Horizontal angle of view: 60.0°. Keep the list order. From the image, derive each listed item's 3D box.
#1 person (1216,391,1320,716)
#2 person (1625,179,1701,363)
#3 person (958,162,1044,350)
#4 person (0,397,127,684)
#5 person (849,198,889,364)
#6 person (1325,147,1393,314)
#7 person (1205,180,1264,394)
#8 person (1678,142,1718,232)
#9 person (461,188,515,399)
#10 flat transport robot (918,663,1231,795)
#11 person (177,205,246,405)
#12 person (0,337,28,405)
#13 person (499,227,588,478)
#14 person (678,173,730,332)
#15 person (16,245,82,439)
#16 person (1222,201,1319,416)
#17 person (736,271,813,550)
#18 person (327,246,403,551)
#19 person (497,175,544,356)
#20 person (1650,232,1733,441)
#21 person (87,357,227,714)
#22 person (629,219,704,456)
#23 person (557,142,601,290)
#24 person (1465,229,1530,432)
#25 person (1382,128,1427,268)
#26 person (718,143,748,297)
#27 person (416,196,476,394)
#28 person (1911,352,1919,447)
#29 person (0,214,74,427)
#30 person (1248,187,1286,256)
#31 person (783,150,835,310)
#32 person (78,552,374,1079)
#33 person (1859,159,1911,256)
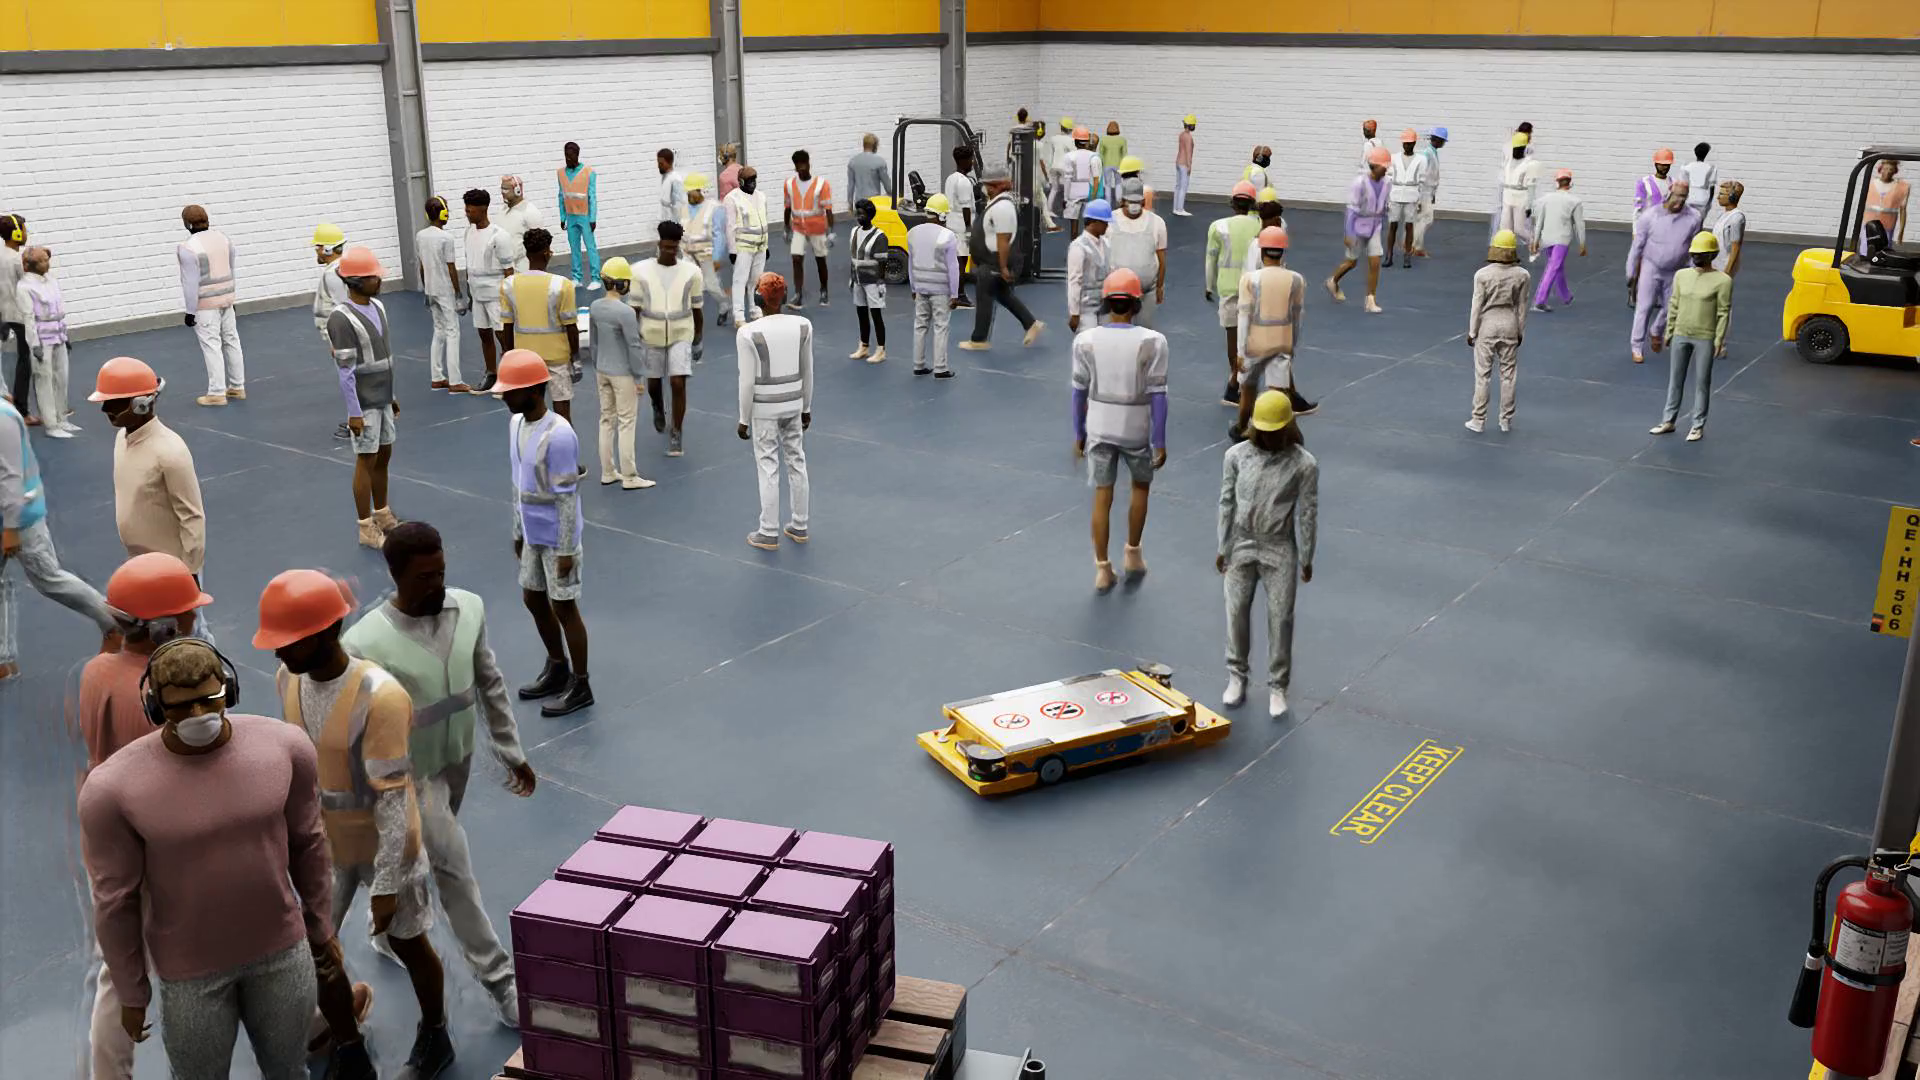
[{"bbox_3d":[1.576,0.065,8.563,0.507,1.722,0.385,7,19,20],"label":"person"},{"bbox_3d":[7.246,-2.783,17.208,0.715,1.885,0.513,2,18,6],"label":"person"},{"bbox_3d":[0.452,-3.046,17.786,0.848,2.000,0.685,2,18,7],"label":"person"},{"bbox_3d":[-5.066,-0.163,9.000,0.653,1.909,0.928,14,22,37],"label":"person"},{"bbox_3d":[-0.945,-2.675,17.192,0.320,1.693,0.535,-16,24,-41],"label":"person"},{"bbox_3d":[4.864,-3.791,20.213,0.625,1.993,0.950,-8,19,-23],"label":"person"},{"bbox_3d":[2.614,-2.398,15.811,0.596,2.003,0.776,-2,18,-7],"label":"person"},{"bbox_3d":[10.770,-4.977,24.395,0.546,1.676,0.370,7,19,22],"label":"person"},{"bbox_3d":[-4.424,-2.310,15.602,0.613,1.962,0.362,12,21,33],"label":"person"},{"bbox_3d":[0.571,0.914,8.257,1.431,0.197,0.652,-9,20,-26],"label":"flat transport robot"},{"bbox_3d":[-6.937,-2.167,15.368,0.430,1.839,0.619,6,19,18],"label":"person"},{"bbox_3d":[-8.938,-2.155,15.141,0.612,1.950,0.377,10,20,29],"label":"person"},{"bbox_3d":[-3.204,-1.415,12.803,0.609,1.964,0.367,3,18,8],"label":"person"},{"bbox_3d":[-2.907,-3.257,18.857,0.588,1.799,0.843,7,19,21],"label":"person"},{"bbox_3d":[-7.787,-1.692,14.212,0.323,1.647,0.517,1,18,4],"label":"person"},{"bbox_3d":[2.836,-2.107,15.065,0.762,1.905,0.671,-2,18,-7],"label":"person"},{"bbox_3d":[-1.246,-0.867,11.227,0.576,1.882,0.355,-14,22,-36],"label":"person"},{"bbox_3d":[-3.958,-0.955,11.240,0.378,2.042,0.615,2,18,6],"label":"person"},{"bbox_3d":[-4.616,-2.845,17.372,0.652,1.906,0.409,14,22,36],"label":"person"},{"bbox_3d":[6.218,-1.722,14.087,0.331,1.768,0.526,-14,22,-36],"label":"person"},{"bbox_3d":[-3.865,0.096,8.030,0.623,1.992,0.396,14,22,37],"label":"person"},{"bbox_3d":[-2.433,-1.702,13.776,0.656,1.928,0.813,-3,18,-9],"label":"person"},{"bbox_3d":[-4.962,-4.222,21.690,0.585,1.909,0.390,7,19,22],"label":"person"},{"bbox_3d":[4.636,-1.805,14.384,0.492,1.742,0.324,0,18,-1],"label":"person"},{"bbox_3d":[6.276,-4.819,23.493,0.543,1.939,0.362,7,19,20],"label":"person"},{"bbox_3d":[-2.872,-4.067,21.168,0.379,1.931,0.625,5,18,14],"label":"person"},{"bbox_3d":[-4.925,-2.328,15.841,0.525,1.859,0.316,13,22,35],"label":"person"},{"bbox_3d":[8.217,-1.558,13.785,0.501,1.633,0.285,4,18,12],"label":"person"},{"bbox_3d":[-8.123,-1.923,14.598,0.520,1.843,0.735,15,23,38],"label":"person"},{"bbox_3d":[3.331,-3.012,18.216,0.501,1.713,0.800,11,21,31],"label":"person"},{"bbox_3d":[-1.863,-3.761,20.212,0.703,1.907,0.944,5,18,14],"label":"person"},{"bbox_3d":[-2.507,0.966,5.404,0.617,1.937,1.004,10,20,29],"label":"person"},{"bbox_3d":[11.529,-3.907,20.857,0.568,1.813,0.811,11,21,31],"label":"person"}]
